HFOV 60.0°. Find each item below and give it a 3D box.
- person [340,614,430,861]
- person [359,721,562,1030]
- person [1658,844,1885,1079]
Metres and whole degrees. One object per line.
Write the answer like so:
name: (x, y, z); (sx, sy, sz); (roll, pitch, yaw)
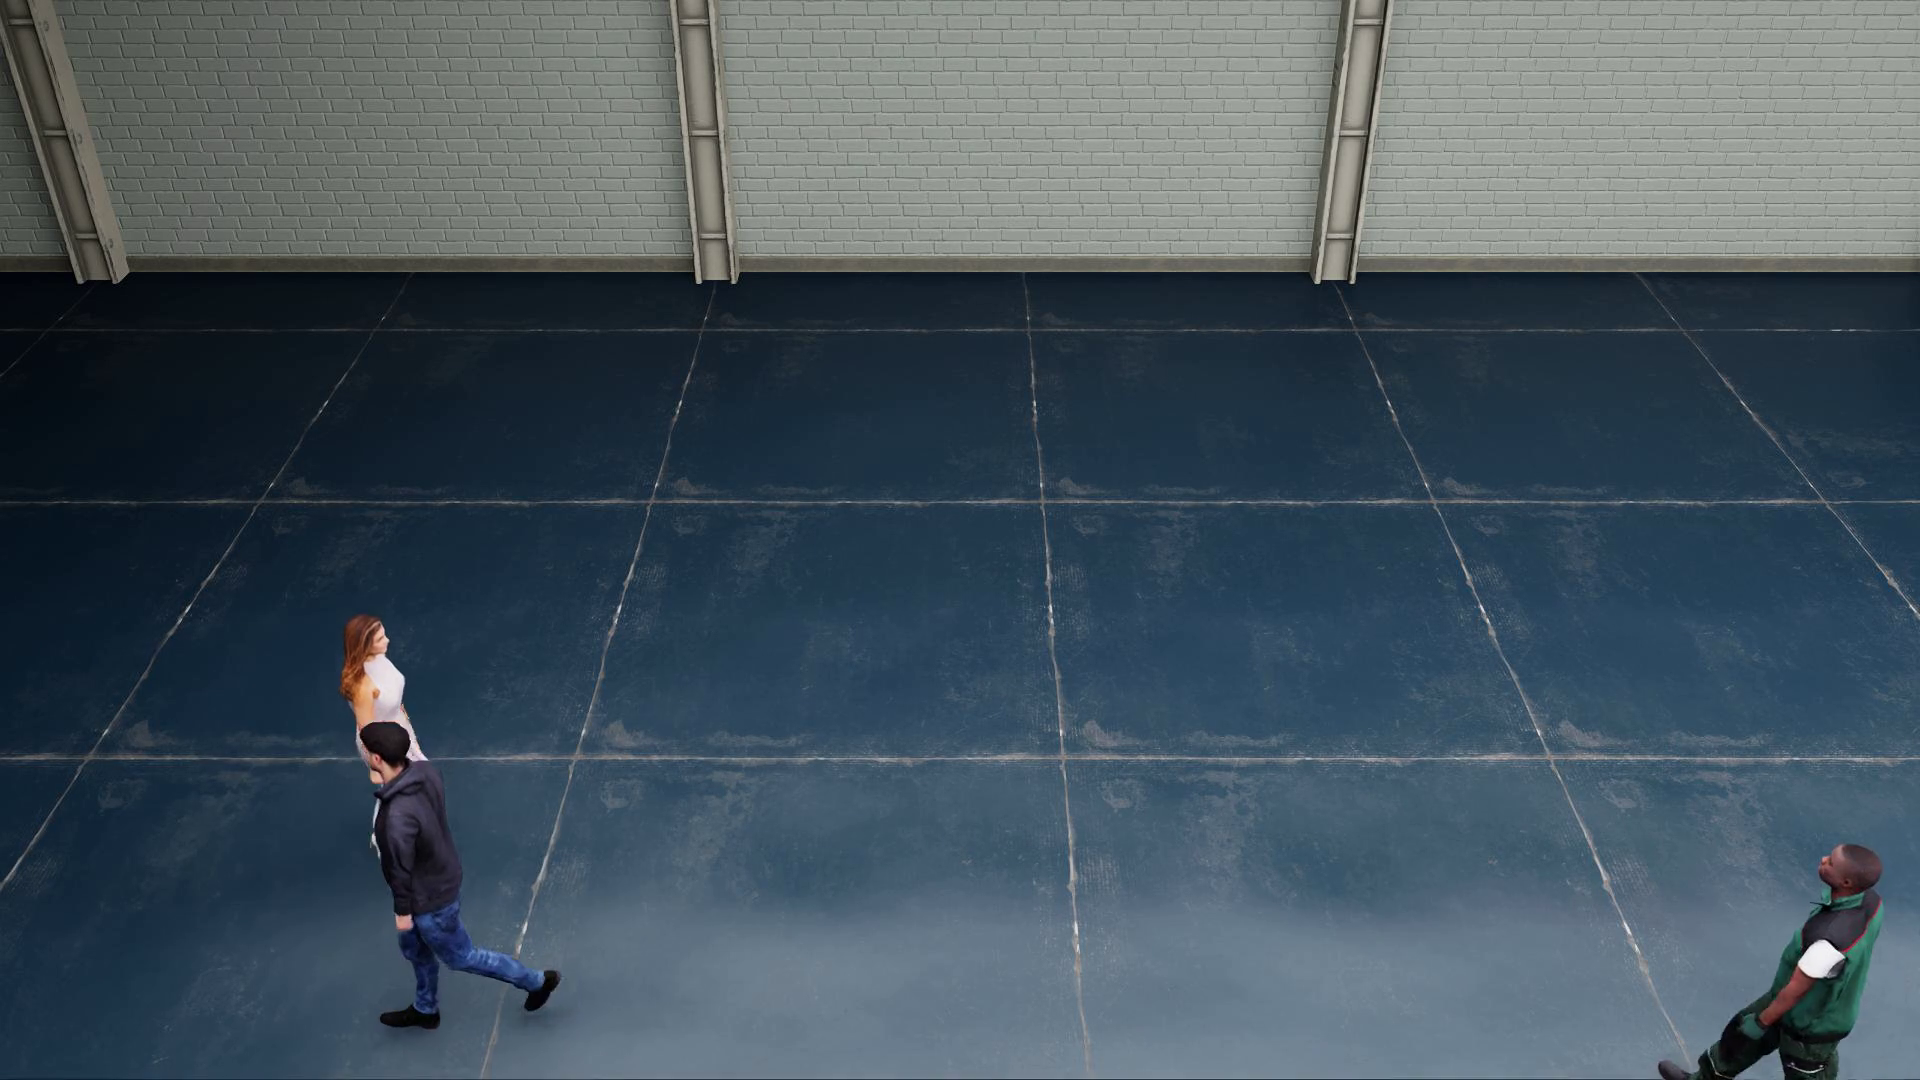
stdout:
person: (-3.152, 1.137, 8.928); (0.698, 1.758, 0.577); (-1, 33, -2)
person: (-2.455, 1.682, 8.005); (1.185, 1.849, 0.775); (-5, 33, -8)
person: (3.830, 2.141, 7.349); (1.276, 1.796, 1.151); (24, 40, 32)
